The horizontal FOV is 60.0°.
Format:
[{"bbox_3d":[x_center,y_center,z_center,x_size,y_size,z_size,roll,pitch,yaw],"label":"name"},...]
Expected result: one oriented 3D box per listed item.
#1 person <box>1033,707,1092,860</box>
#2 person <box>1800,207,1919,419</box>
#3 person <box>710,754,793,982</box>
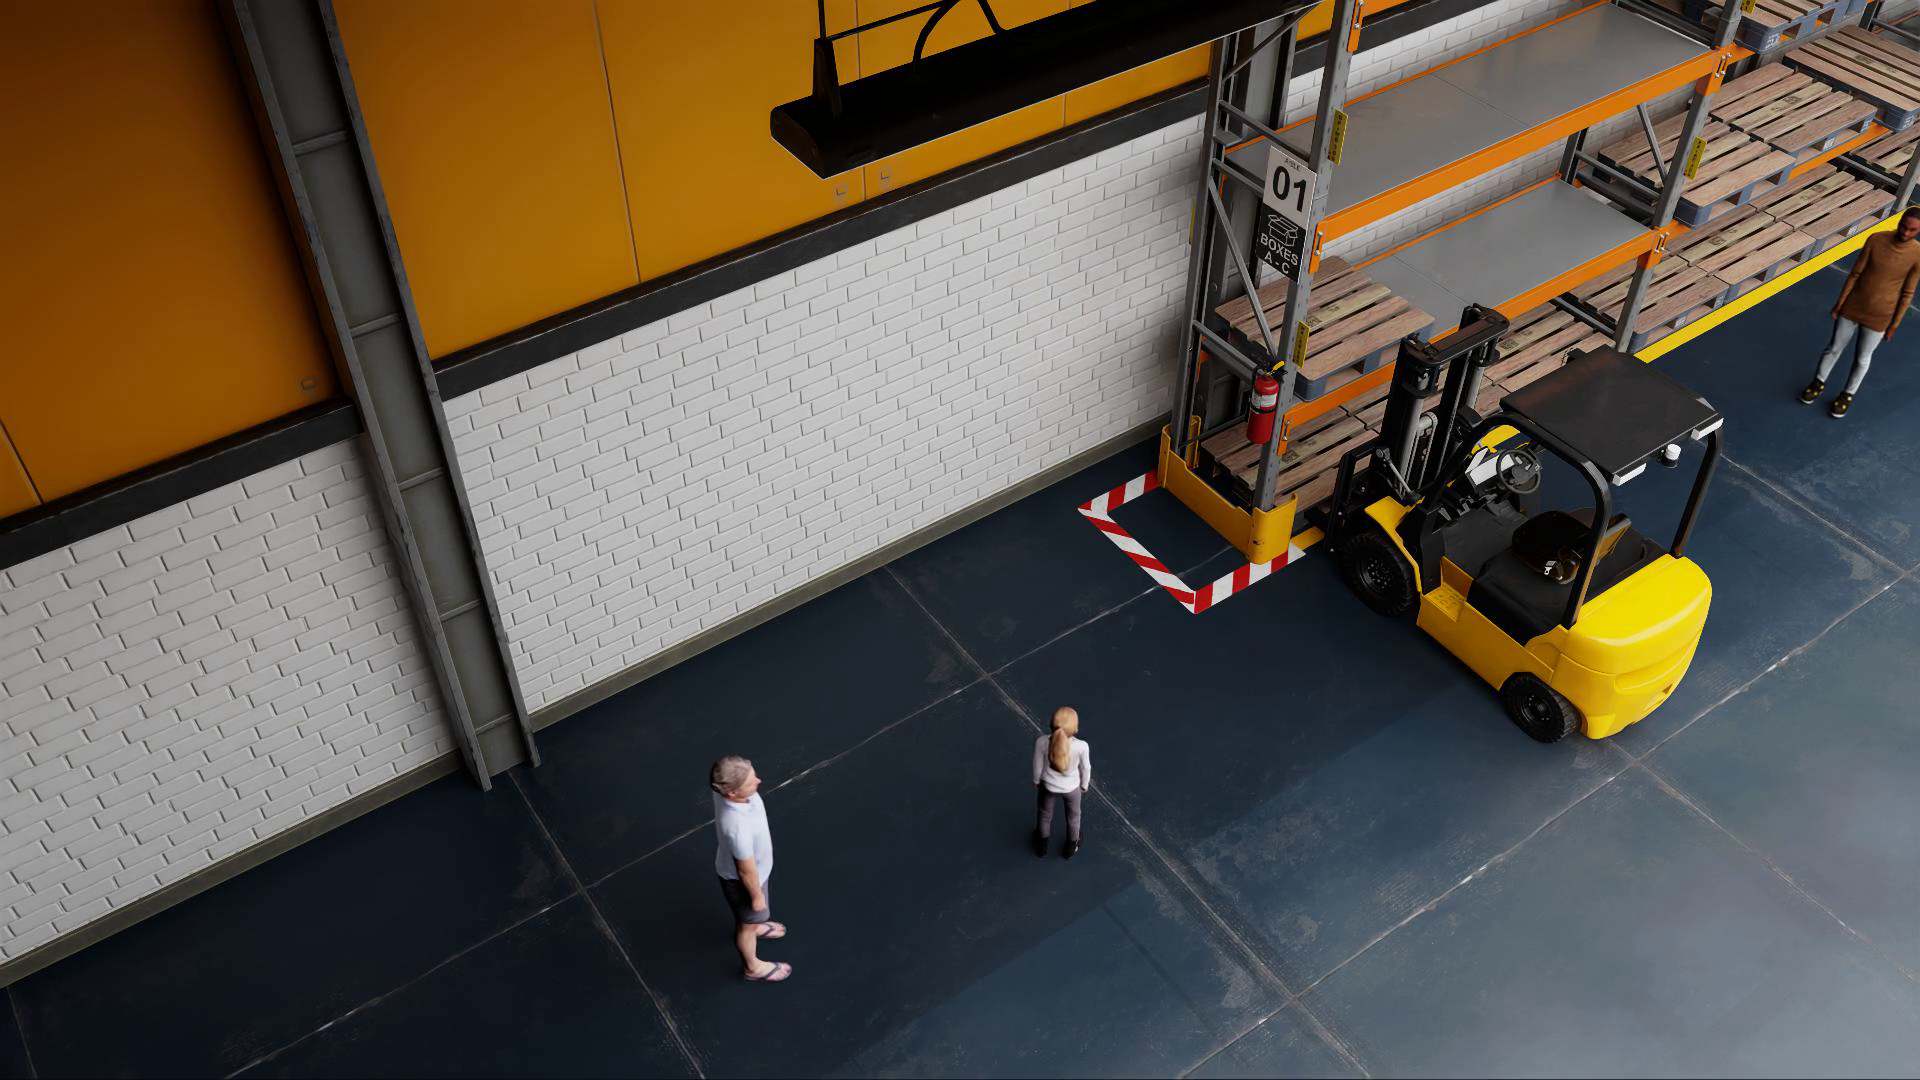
[{"bbox_3d":[0.590,1.434,9.789,0.578,1.279,0.640,6,44,6],"label":"person"},{"bbox_3d":[6.987,-1.778,12.772,0.675,1.815,0.618,33,52,29],"label":"person"},{"bbox_3d":[-1.185,1.762,9.042,0.729,1.833,0.735,-6,44,-6],"label":"person"}]
